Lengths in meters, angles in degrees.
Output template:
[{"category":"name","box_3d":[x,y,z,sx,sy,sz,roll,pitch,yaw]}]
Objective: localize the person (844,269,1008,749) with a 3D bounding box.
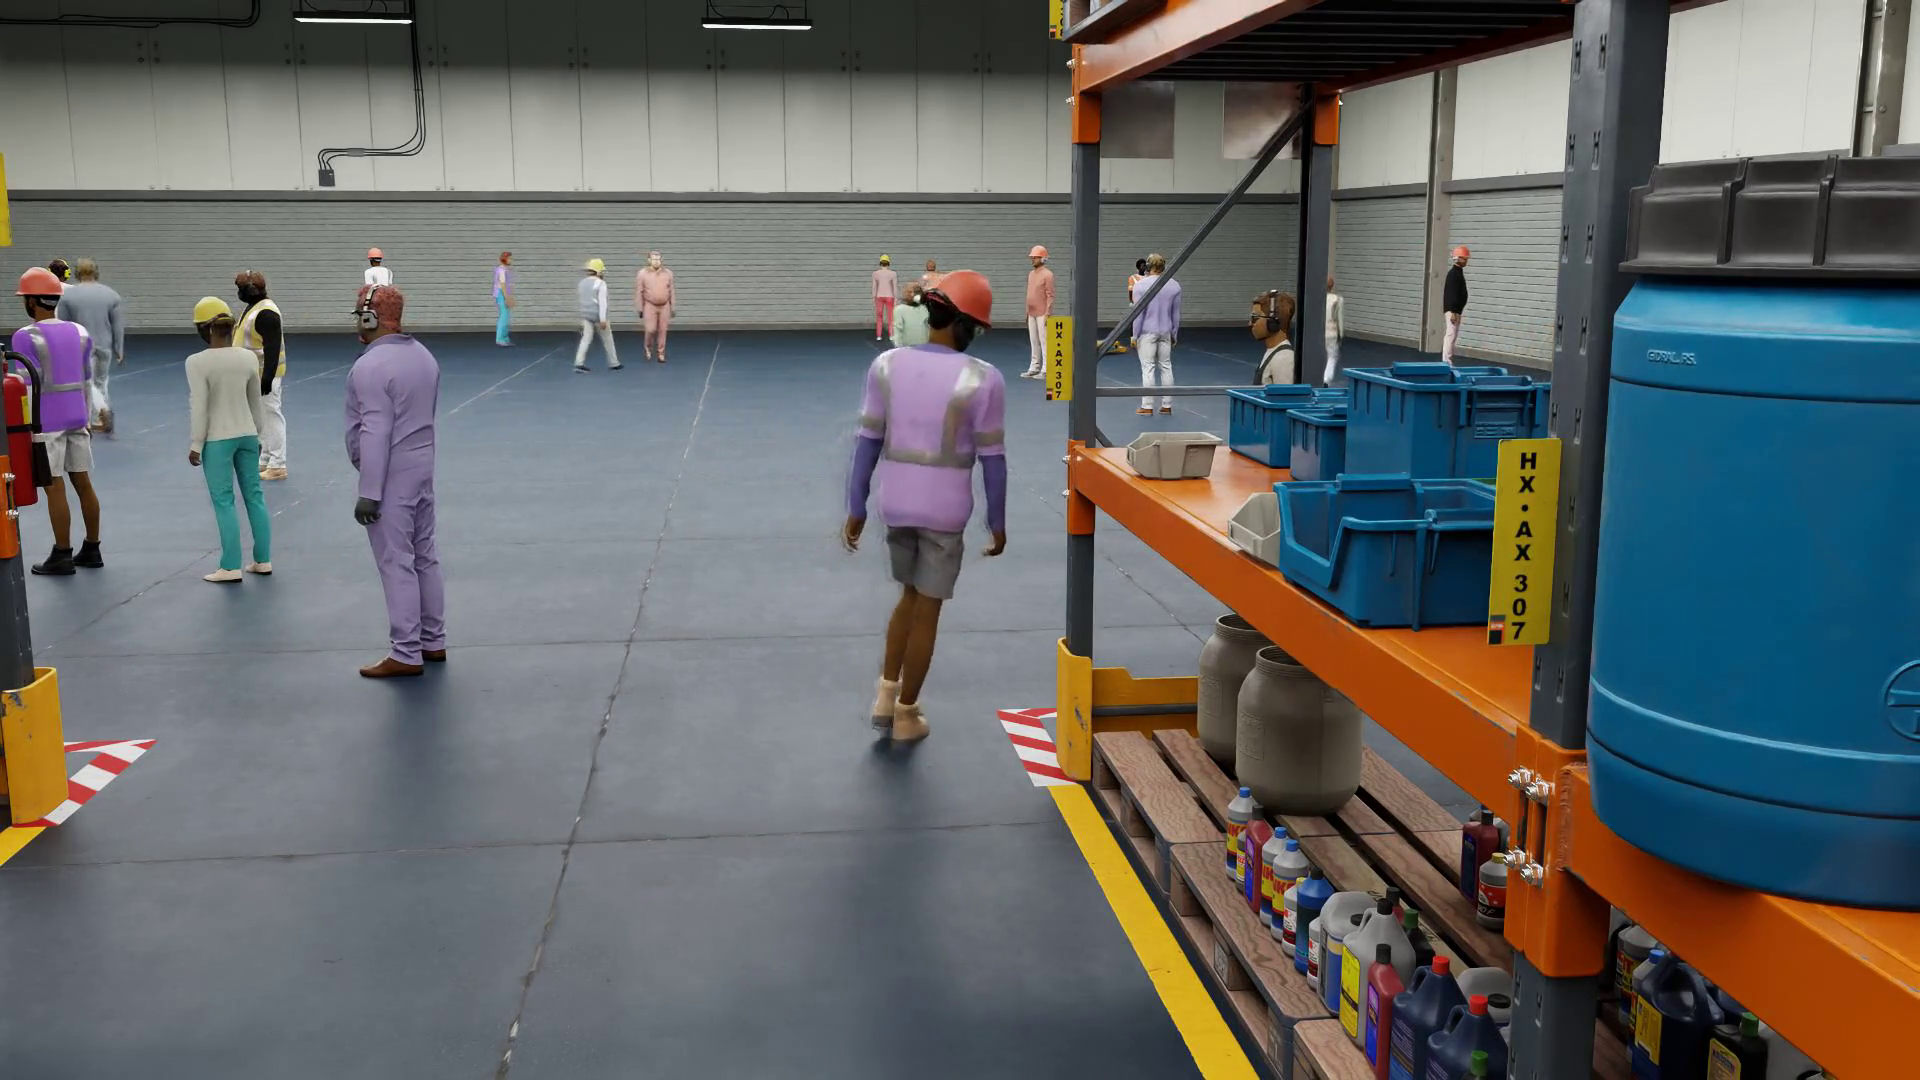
[{"category":"person","box_3d":[-0.116,-0.120,6.948,0.698,1.995,0.522,6,12,29]}]

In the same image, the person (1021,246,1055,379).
[{"category":"person","box_3d":[1.180,-3.419,25.033,0.372,1.997,0.620,-6,12,-32]}]

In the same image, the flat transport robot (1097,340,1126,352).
[{"category":"flat transport robot","box_3d":[2.371,-3.485,30.129,0.652,0.197,1.431,7,13,35]}]

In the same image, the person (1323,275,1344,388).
[{"category":"person","box_3d":[4.864,-2.724,22.225,0.537,1.623,0.368,4,11,19]}]

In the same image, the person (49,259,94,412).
[{"category":"person","box_3d":[-10.802,-2.452,20.085,0.521,1.871,0.325,-2,11,-12]}]

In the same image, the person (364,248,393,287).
[{"category":"person","box_3d":[-10.113,-4.095,28.905,0.362,1.935,0.553,6,12,30]}]

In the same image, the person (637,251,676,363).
[{"category":"person","box_3d":[-5.140,-3.946,28.251,0.638,1.892,0.445,-5,11,-25]}]

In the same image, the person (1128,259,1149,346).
[{"category":"person","box_3d":[3.536,-4.637,32.526,0.535,1.700,0.318,-4,11,-20]}]

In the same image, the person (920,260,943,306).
[{"category":"person","box_3d":[-0.589,-4.996,34.666,0.514,1.640,0.310,-3,11,-18]}]

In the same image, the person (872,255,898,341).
[{"category":"person","box_3d":[-1.533,-4.952,34.080,0.533,1.766,0.316,1,10,6]}]

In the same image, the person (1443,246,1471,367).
[{"category":"person","box_3d":[7.671,-3.541,25.718,0.392,1.991,0.612,4,11,21]}]

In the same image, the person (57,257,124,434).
[{"category":"person","box_3d":[-9.302,-2.069,17.871,0.638,1.921,0.813,-9,14,-42]}]

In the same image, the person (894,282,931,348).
[{"category":"person","box_3d":[-0.578,-2.328,20.177,0.505,1.589,0.866,-3,11,-17]}]

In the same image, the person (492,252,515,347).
[{"category":"person","box_3d":[-8.900,-4.692,32.444,0.416,1.845,0.764,-2,11,-13]}]

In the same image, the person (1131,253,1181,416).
[{"category":"person","box_3d":[2.327,-2.442,19.839,0.634,1.938,0.355,-4,11,-22]}]

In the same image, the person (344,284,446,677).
[{"category":"person","box_3d":[-2.777,-0.287,8.113,0.402,1.906,0.651,1,10,8]}]

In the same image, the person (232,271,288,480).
[{"category":"person","box_3d":[-6.172,-1.445,14.663,0.430,1.838,0.620,-7,12,-34]}]

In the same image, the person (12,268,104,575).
[{"category":"person","box_3d":[-5.737,-0.744,10.532,0.358,1.938,0.542,3,11,17]}]

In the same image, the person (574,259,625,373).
[{"category":"person","box_3d":[-5.729,-3.510,26.130,0.608,1.787,0.921,8,13,38]}]

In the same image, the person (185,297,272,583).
[{"category":"person","box_3d":[-4.563,-0.619,10.325,0.330,1.765,0.533,5,11,25]}]

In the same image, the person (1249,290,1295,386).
[{"category":"person","box_3d":[1.725,-0.441,9.128,0.336,1.844,0.508,2,10,9]}]
